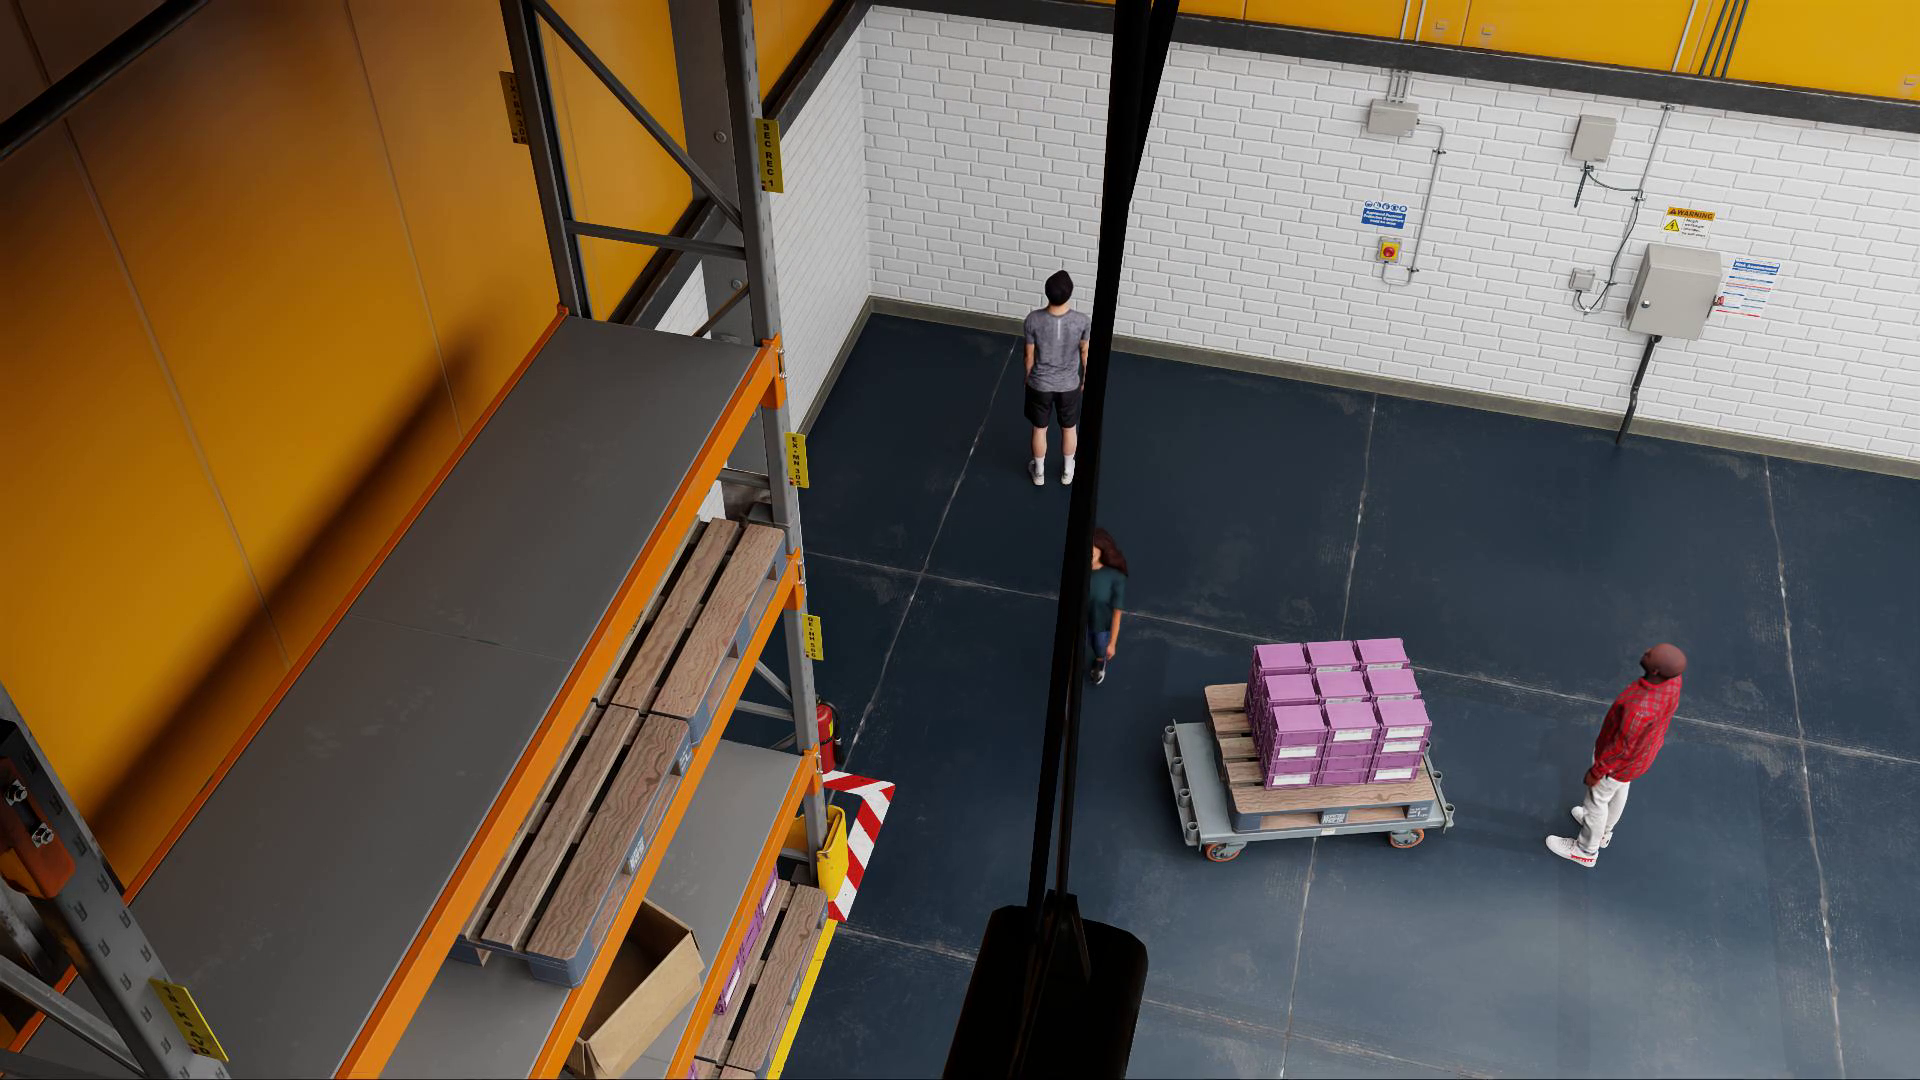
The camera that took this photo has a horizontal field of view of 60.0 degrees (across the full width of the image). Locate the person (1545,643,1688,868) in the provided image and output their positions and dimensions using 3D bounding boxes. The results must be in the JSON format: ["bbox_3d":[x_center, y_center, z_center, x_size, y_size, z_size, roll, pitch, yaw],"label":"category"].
[{"bbox_3d":[3.870,1.229,9.669,0.708,1.820,0.816,-33,52,-30],"label":"person"}]

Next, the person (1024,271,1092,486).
[{"bbox_3d":[0.692,-1.162,12.142,0.708,1.871,0.645,0,44,1],"label":"person"}]

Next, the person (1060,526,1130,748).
[{"bbox_3d":[0.870,0.487,10.626,0.580,1.574,1.066,10,45,10],"label":"person"}]
